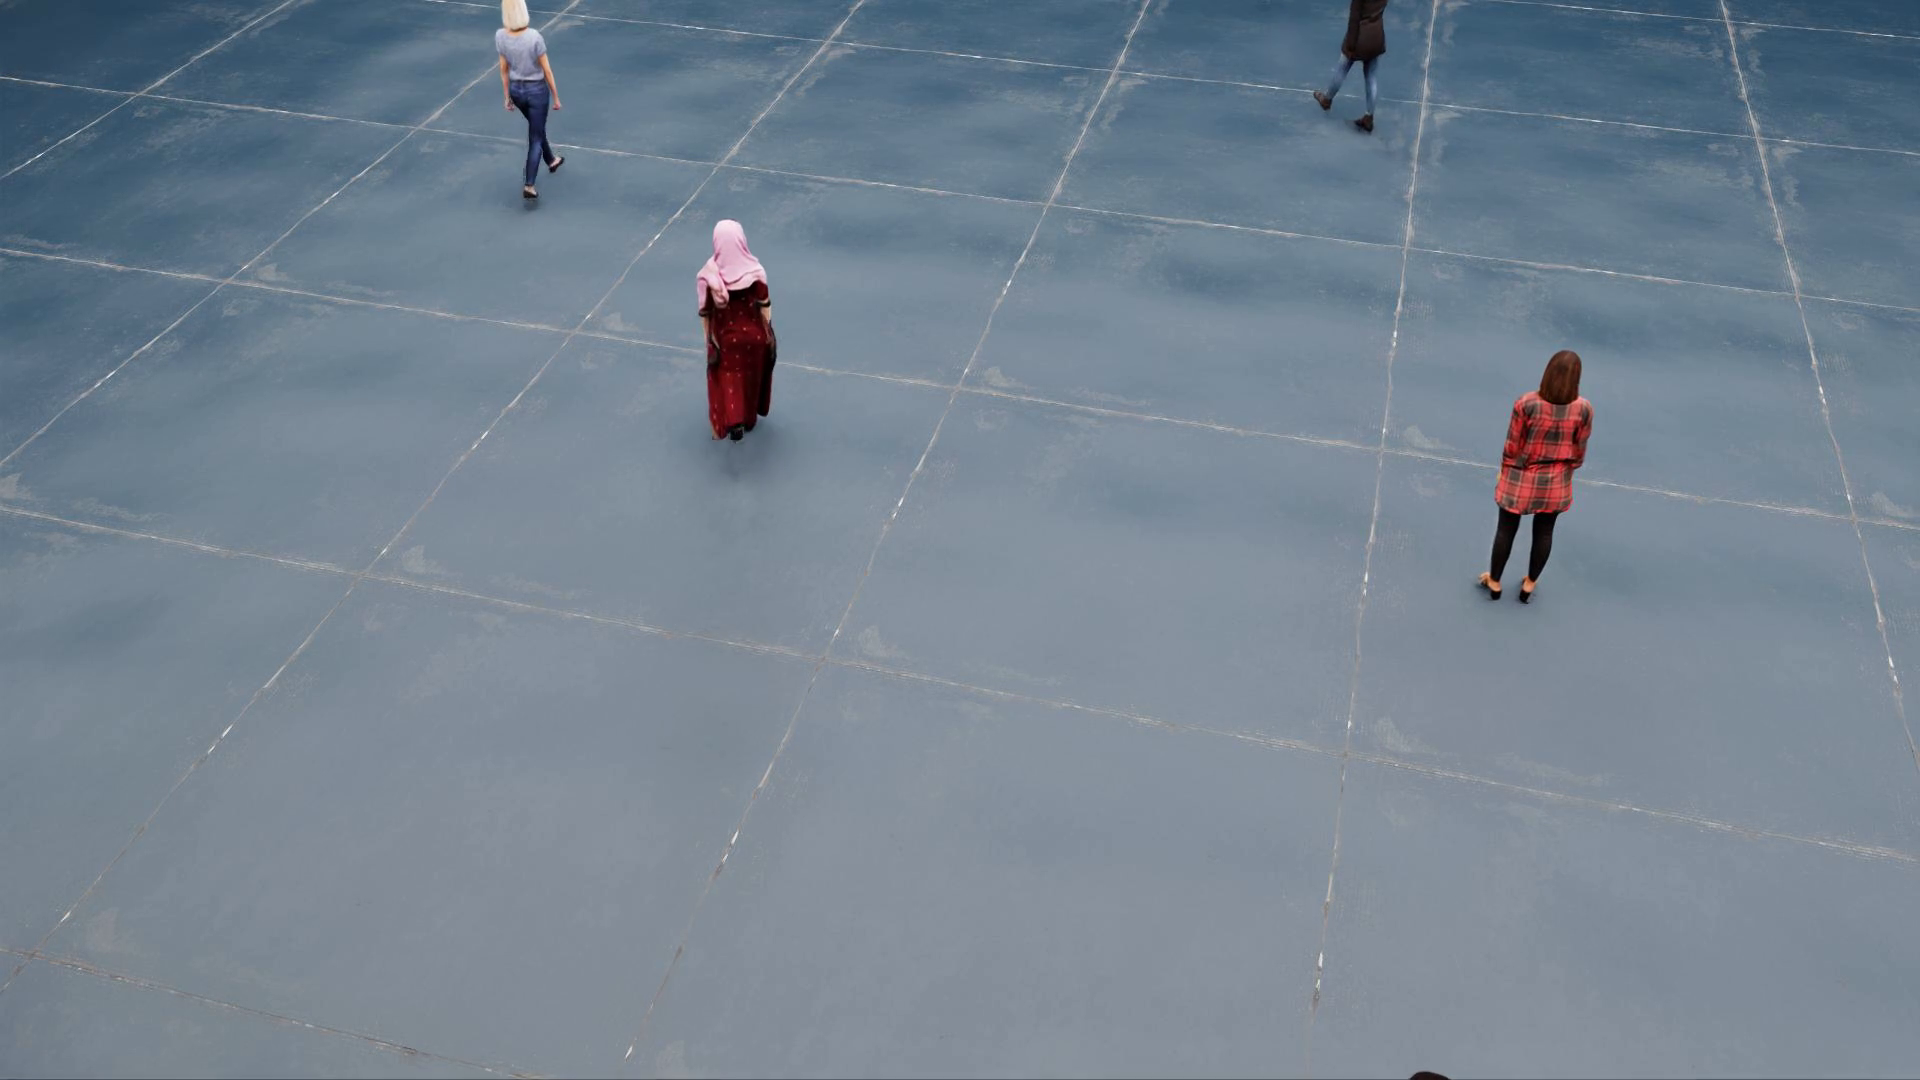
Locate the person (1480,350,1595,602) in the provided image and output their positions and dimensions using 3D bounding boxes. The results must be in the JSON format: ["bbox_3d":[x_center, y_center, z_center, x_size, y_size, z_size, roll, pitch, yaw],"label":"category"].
[{"bbox_3d":[3.340,-0.361,9.635,0.632,1.703,0.580,5,38,6],"label":"person"}]

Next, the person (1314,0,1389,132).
[{"bbox_3d":[3.686,-4.468,14.969,0.993,1.599,1.093,-15,41,-19],"label":"person"}]

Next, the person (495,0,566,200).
[{"bbox_3d":[-3.613,-3.665,13.877,0.602,1.681,1.120,8,39,10],"label":"person"}]

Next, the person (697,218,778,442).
[{"bbox_3d":[-1.462,-1.341,10.953,0.786,1.624,0.911,-2,38,-3],"label":"person"}]
